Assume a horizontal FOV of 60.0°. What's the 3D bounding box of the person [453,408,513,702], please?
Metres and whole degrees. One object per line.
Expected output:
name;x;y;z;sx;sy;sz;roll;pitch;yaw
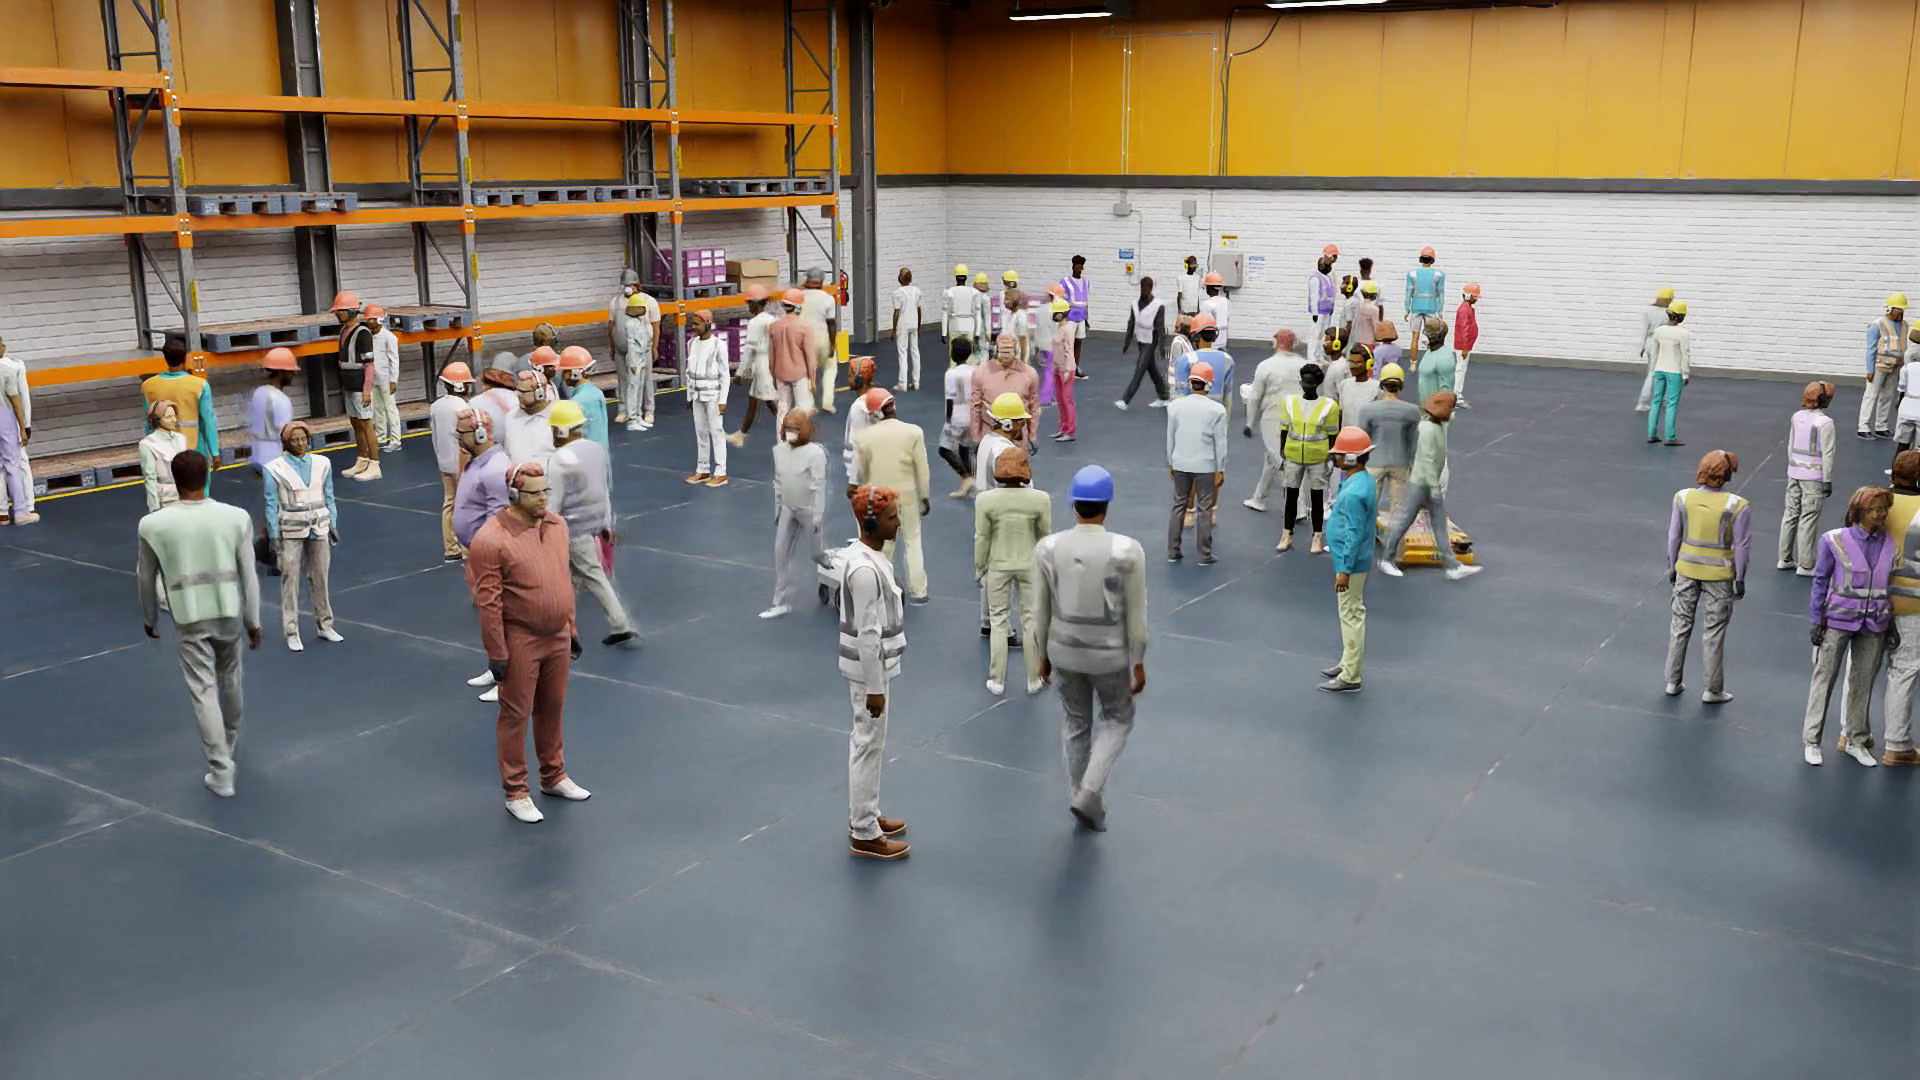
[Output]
person;-3.060;0.085;10.759;0.398;1.900;0.649;-7;15;-26

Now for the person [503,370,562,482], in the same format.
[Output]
person;-3.183;-0.330;12.539;0.640;1.905;0.409;5;14;20

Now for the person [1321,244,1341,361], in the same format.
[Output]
person;6.309;-4.081;28.608;0.395;1.994;0.612;-1;13;-5

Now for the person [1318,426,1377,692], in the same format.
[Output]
person;2.547;0.122;10.909;0.326;1.750;0.563;4;14;16

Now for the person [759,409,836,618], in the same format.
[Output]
person;-1.174;-0.222;12.741;0.531;1.610;0.713;9;16;35

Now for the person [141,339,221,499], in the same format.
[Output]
person;-6.761;-0.787;14.491;0.599;1.916;0.377;0;13;0

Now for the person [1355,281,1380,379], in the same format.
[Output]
person;5.685;-2.733;23.262;0.318;1.769;0.522;-7;15;-28

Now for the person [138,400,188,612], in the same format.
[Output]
person;-6.091;-0.265;12.833;0.307;1.641;0.513;2;13;8

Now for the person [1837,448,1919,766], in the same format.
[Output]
person;5.412;0.376;9.613;0.429;1.842;0.632;-6;14;-26

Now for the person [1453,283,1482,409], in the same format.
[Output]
person;7.076;-2.718;23.247;0.337;1.742;0.562;4;14;17

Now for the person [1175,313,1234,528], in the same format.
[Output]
person;2.273;-1.124;15.712;0.613;2.031;0.402;-6;14;-26

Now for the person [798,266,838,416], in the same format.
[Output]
person;-1.957;-2.703;22.530;0.694;2.000;0.538;4;14;17

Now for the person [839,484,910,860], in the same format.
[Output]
person;-0.433;0.651;8.326;0.342;1.882;0.586;-1;13;-3

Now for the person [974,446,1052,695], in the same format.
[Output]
person;0.342;0.201;10.827;0.503;1.631;0.282;-1;13;-3

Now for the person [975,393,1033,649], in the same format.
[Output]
person;0.321;-0.142;11.877;0.403;1.830;0.600;-3;13;-14

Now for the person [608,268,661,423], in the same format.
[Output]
person;-4.294;-2.541;21.828;0.688;2.000;0.536;1;13;6

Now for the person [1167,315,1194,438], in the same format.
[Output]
person;2.617;-1.848;19.725;0.313;1.634;0.514;4;14;18

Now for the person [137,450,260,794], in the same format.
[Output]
person;-4.278;0.423;9.376;0.596;1.860;1.007;-9;16;-35

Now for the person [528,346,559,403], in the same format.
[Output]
person;-3.818;-0.921;15.430;0.326;1.752;0.561;1;13;2

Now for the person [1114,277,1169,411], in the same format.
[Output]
person;2.548;-2.719;23.011;1.038;1.850;0.639;-8;15;-30

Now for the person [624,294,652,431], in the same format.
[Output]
person;-4.132;-2.283;21.363;0.324;1.740;0.492;1;13;6

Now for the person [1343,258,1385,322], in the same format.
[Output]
person;6.232;-3.409;25.841;0.634;1.916;0.971;1;13;3

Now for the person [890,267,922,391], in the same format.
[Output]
person;-0.806;-3.145;24.876;0.504;1.847;0.345;-9;16;-34

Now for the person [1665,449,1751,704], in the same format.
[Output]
person;4.782;0.236;10.663;0.308;1.641;0.517;-12;17;-41

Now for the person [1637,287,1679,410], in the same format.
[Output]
person;9.732;-2.654;23.070;0.921;1.684;0.499;-9;16;-35

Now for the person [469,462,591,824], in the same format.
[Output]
person;-2.253;0.525;8.828;0.407;1.906;0.641;7;15;29

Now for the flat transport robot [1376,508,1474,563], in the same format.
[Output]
flat transport robot;4.099;-0.051;14.905;0.652;0.197;1.431;1;13;3

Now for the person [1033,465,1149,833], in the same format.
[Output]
person;0.657;0.583;8.491;0.621;1.933;0.504;6;14;24

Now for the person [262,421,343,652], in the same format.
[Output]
person;-4.682;-0.039;11.856;0.306;1.640;0.522;11;17;41

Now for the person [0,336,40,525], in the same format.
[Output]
person;-9.127;-1.049;15.788;0.516;1.841;0.325;0;13;2

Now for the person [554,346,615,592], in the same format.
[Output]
person;-3.023;-0.572;13.410;0.407;1.987;0.615;1;13;6

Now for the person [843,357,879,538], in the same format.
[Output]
person;-0.780;-0.545;13.519;0.355;1.882;0.575;3;13;13

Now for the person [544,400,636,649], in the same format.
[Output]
person;-2.722;-0.109;11.845;0.928;1.792;0.593;3;13;13

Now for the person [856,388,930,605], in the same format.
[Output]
person;-0.513;-0.350;13.074;0.592;1.699;0.379;5;14;21

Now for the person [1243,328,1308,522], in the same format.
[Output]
person;3.110;-1.115;16.085;0.626;1.852;1.014;-7;15;-29

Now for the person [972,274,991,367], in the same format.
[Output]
person;0.319;-3.170;25.290;0.438;1.698;0.675;-12;18;-42

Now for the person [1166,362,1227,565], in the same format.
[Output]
person;2.042;-0.662;14.338;0.563;1.741;0.370;8;15;32
